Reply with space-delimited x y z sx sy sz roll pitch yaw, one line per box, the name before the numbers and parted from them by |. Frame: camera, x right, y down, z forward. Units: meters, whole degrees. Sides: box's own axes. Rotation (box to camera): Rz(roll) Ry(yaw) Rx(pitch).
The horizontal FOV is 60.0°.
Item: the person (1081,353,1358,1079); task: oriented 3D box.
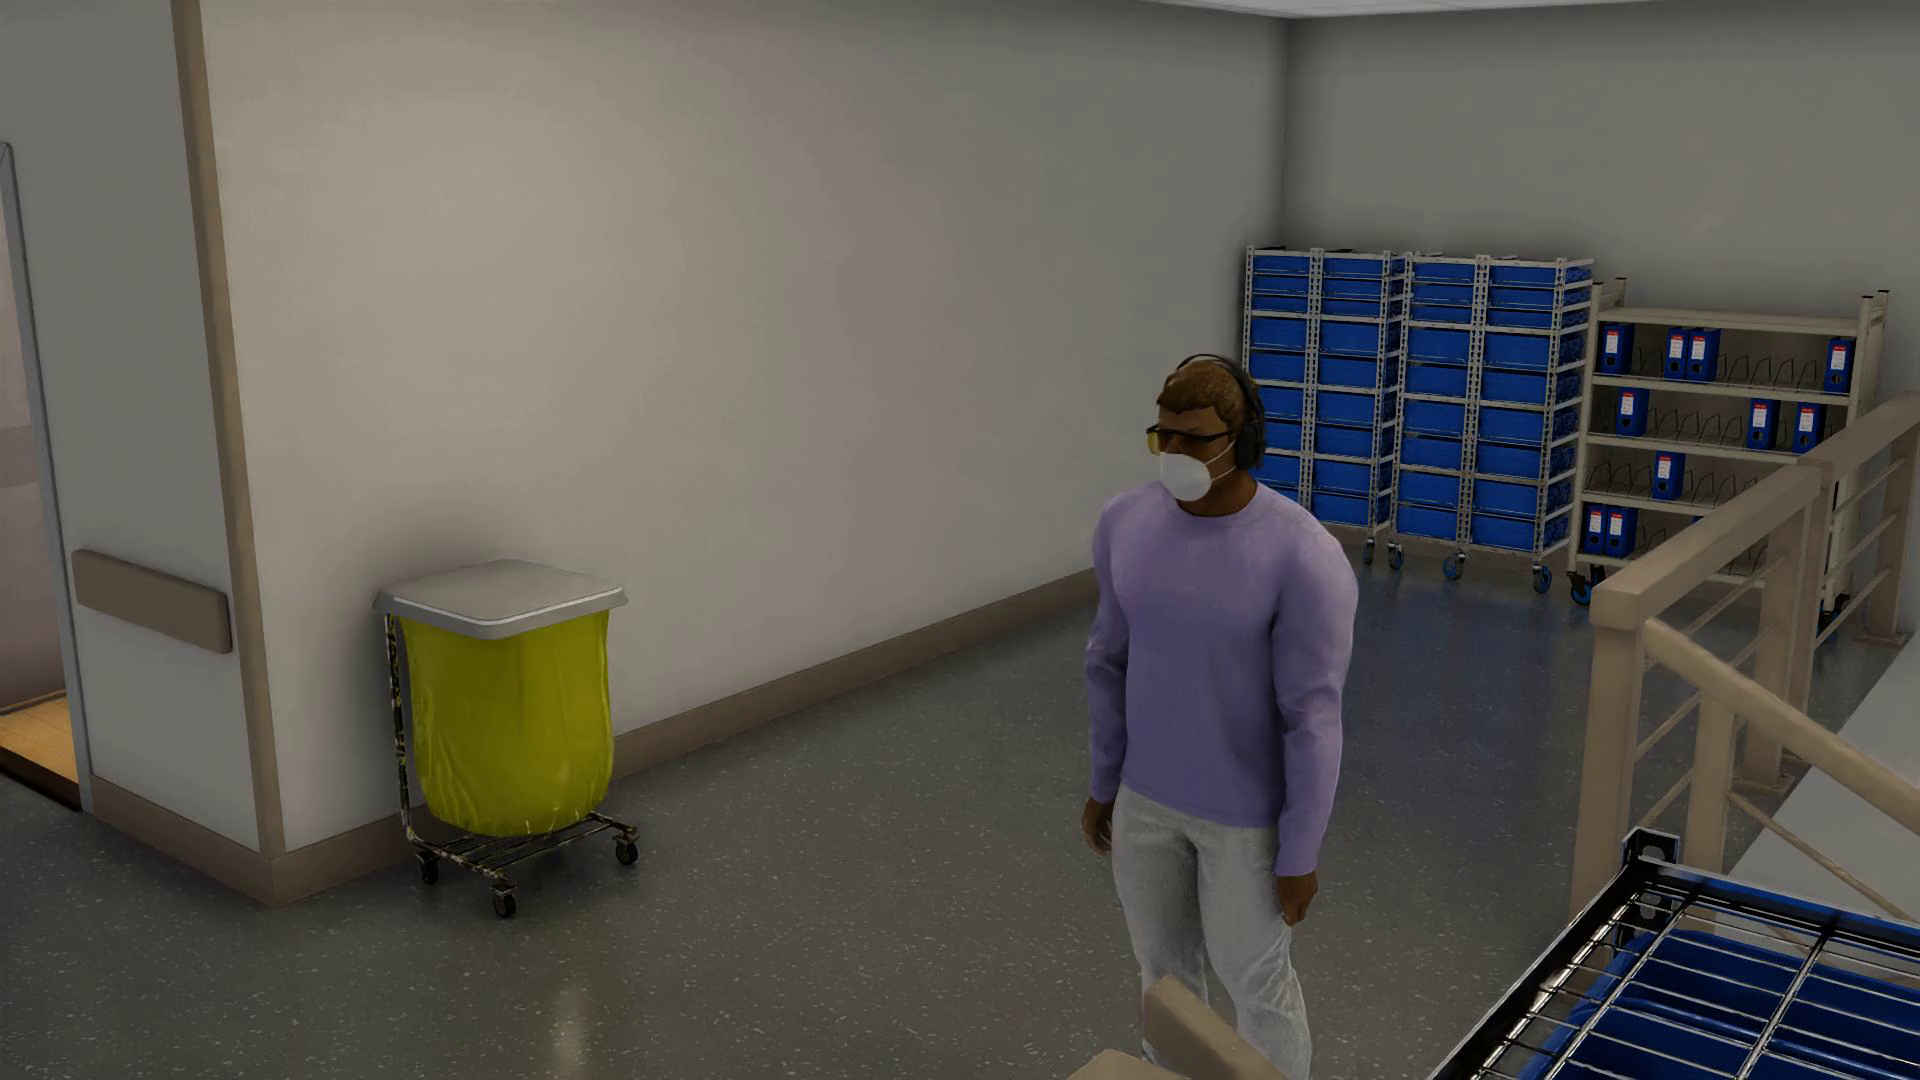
person | 0.523 0.564 3.522 0.378 1.931 0.625 -12 18 -40
